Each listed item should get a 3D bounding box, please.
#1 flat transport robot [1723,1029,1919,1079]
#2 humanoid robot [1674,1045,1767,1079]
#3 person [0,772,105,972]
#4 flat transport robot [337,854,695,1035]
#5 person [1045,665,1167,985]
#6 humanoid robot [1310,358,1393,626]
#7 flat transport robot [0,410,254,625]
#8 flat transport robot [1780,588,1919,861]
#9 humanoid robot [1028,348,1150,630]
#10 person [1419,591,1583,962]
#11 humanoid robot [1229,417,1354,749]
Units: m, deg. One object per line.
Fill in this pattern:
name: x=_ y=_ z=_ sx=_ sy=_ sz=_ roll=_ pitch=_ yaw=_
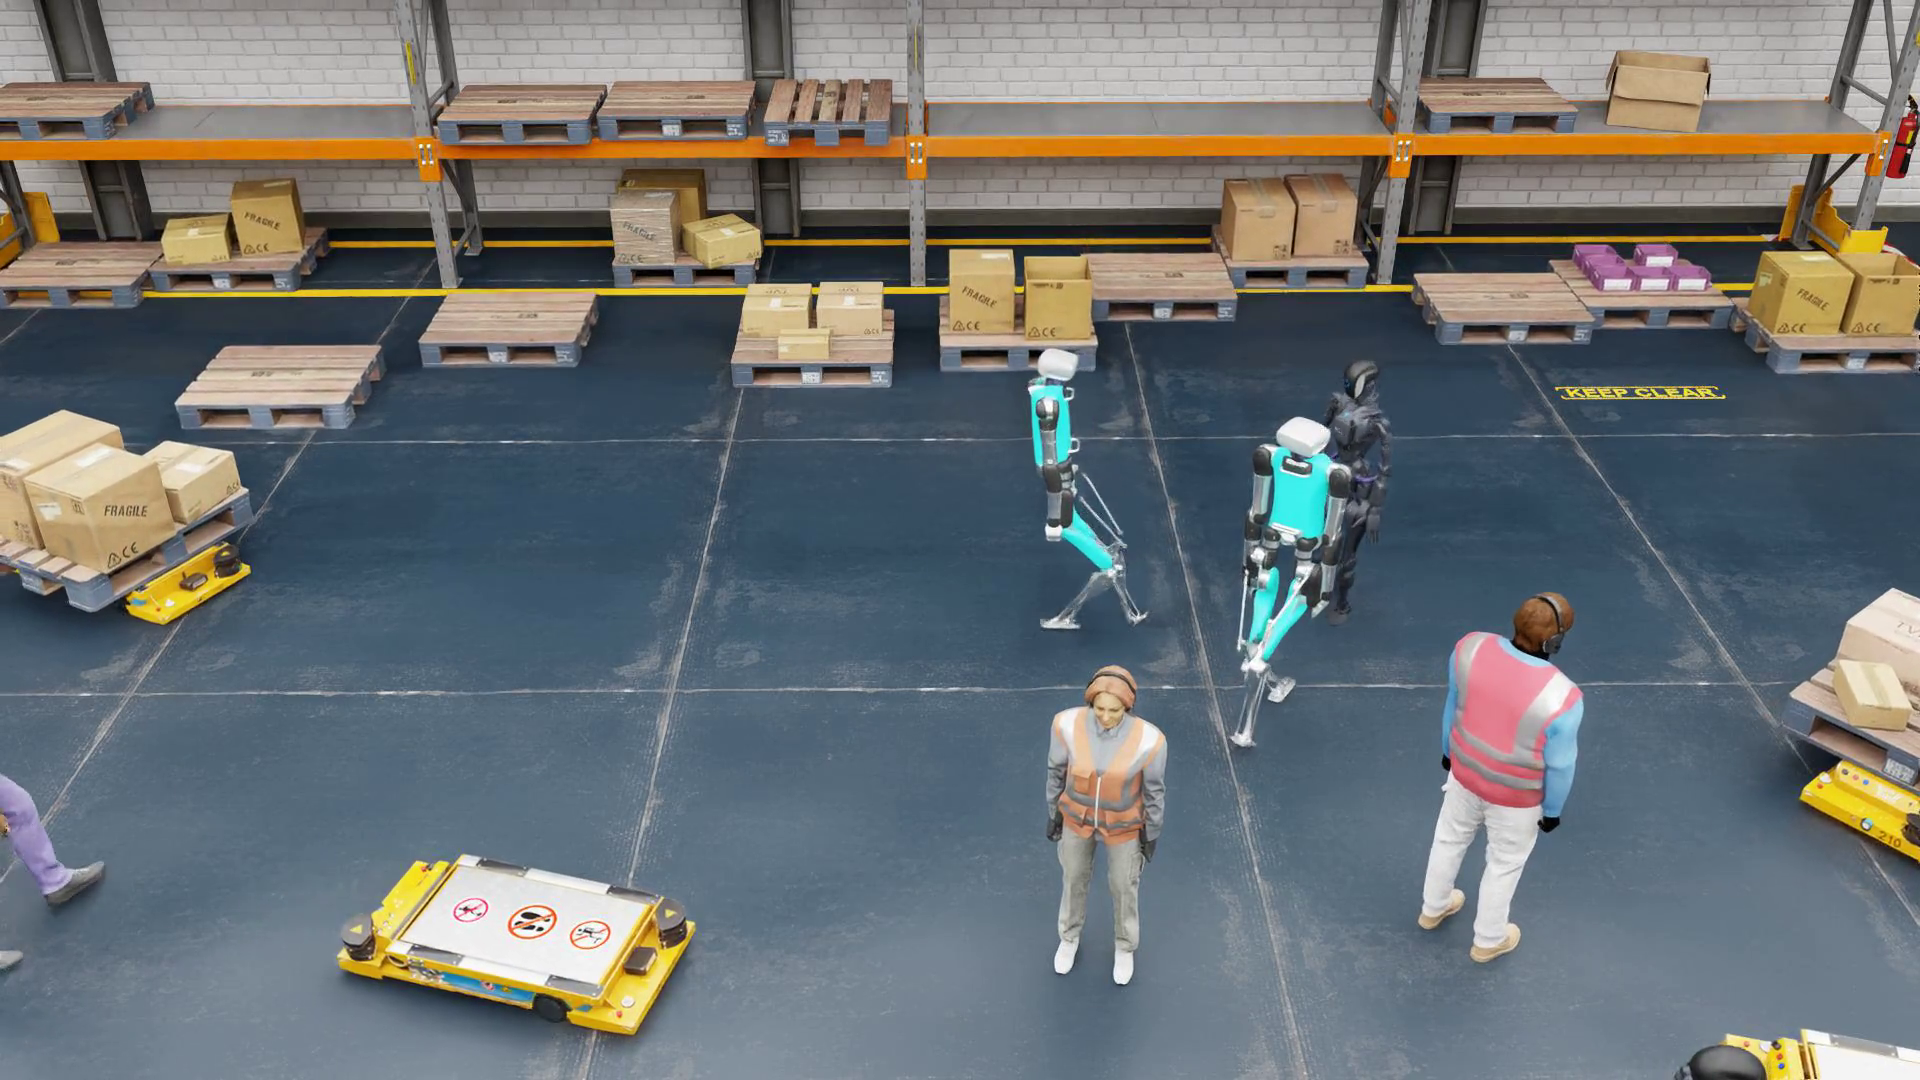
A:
flat transport robot: x=3.814 y=2.327 z=6.537 sx=1.431 sy=0.231 sz=0.659 roll=8 pitch=32 yaw=13
humanoid robot: x=2.312 y=2.215 z=5.353 sx=0.338 sy=1.657 sz=0.588 roll=1 pitch=31 yaw=2
person: x=-4.285 y=1.029 z=7.225 sx=0.583 sy=1.782 sz=0.832 roll=23 pitch=38 yaw=33
flat transport robot: x=-1.979 y=1.780 z=7.448 sx=1.431 sy=0.231 sz=0.659 roll=8 pitch=32 yaw=14
person: x=0.611 y=1.209 z=7.076 sx=0.506 sy=1.629 sz=0.314 roll=10 pitch=32 yaw=16
humanoid robot: x=2.217 y=-0.272 z=9.497 sx=0.314 sy=1.654 sz=0.607 roll=-19 pitch=36 yaw=-28
flat transport robot: x=-5.132 y=0.121 z=10.210 sx=1.431 sy=0.231 sz=0.659 roll=15 pitch=34 yaw=23
flat transport robot: x=4.984 y=1.138 z=8.517 sx=1.431 sy=0.231 sz=0.659 roll=-23 pitch=38 yaw=-33
humanoid robot: x=0.793 y=-0.190 z=9.370 sx=0.853 sy=1.854 sz=0.555 roll=3 pitch=31 yaw=4
person: x=2.346 y=1.019 z=7.202 sx=0.432 sy=1.835 sz=0.630 roll=-22 pitch=37 yaw=-32
humanoid robot: x=1.567 y=0.302 z=8.529 sx=0.536 sy=1.774 sz=1.018 roll=20 pitch=36 yaw=30
